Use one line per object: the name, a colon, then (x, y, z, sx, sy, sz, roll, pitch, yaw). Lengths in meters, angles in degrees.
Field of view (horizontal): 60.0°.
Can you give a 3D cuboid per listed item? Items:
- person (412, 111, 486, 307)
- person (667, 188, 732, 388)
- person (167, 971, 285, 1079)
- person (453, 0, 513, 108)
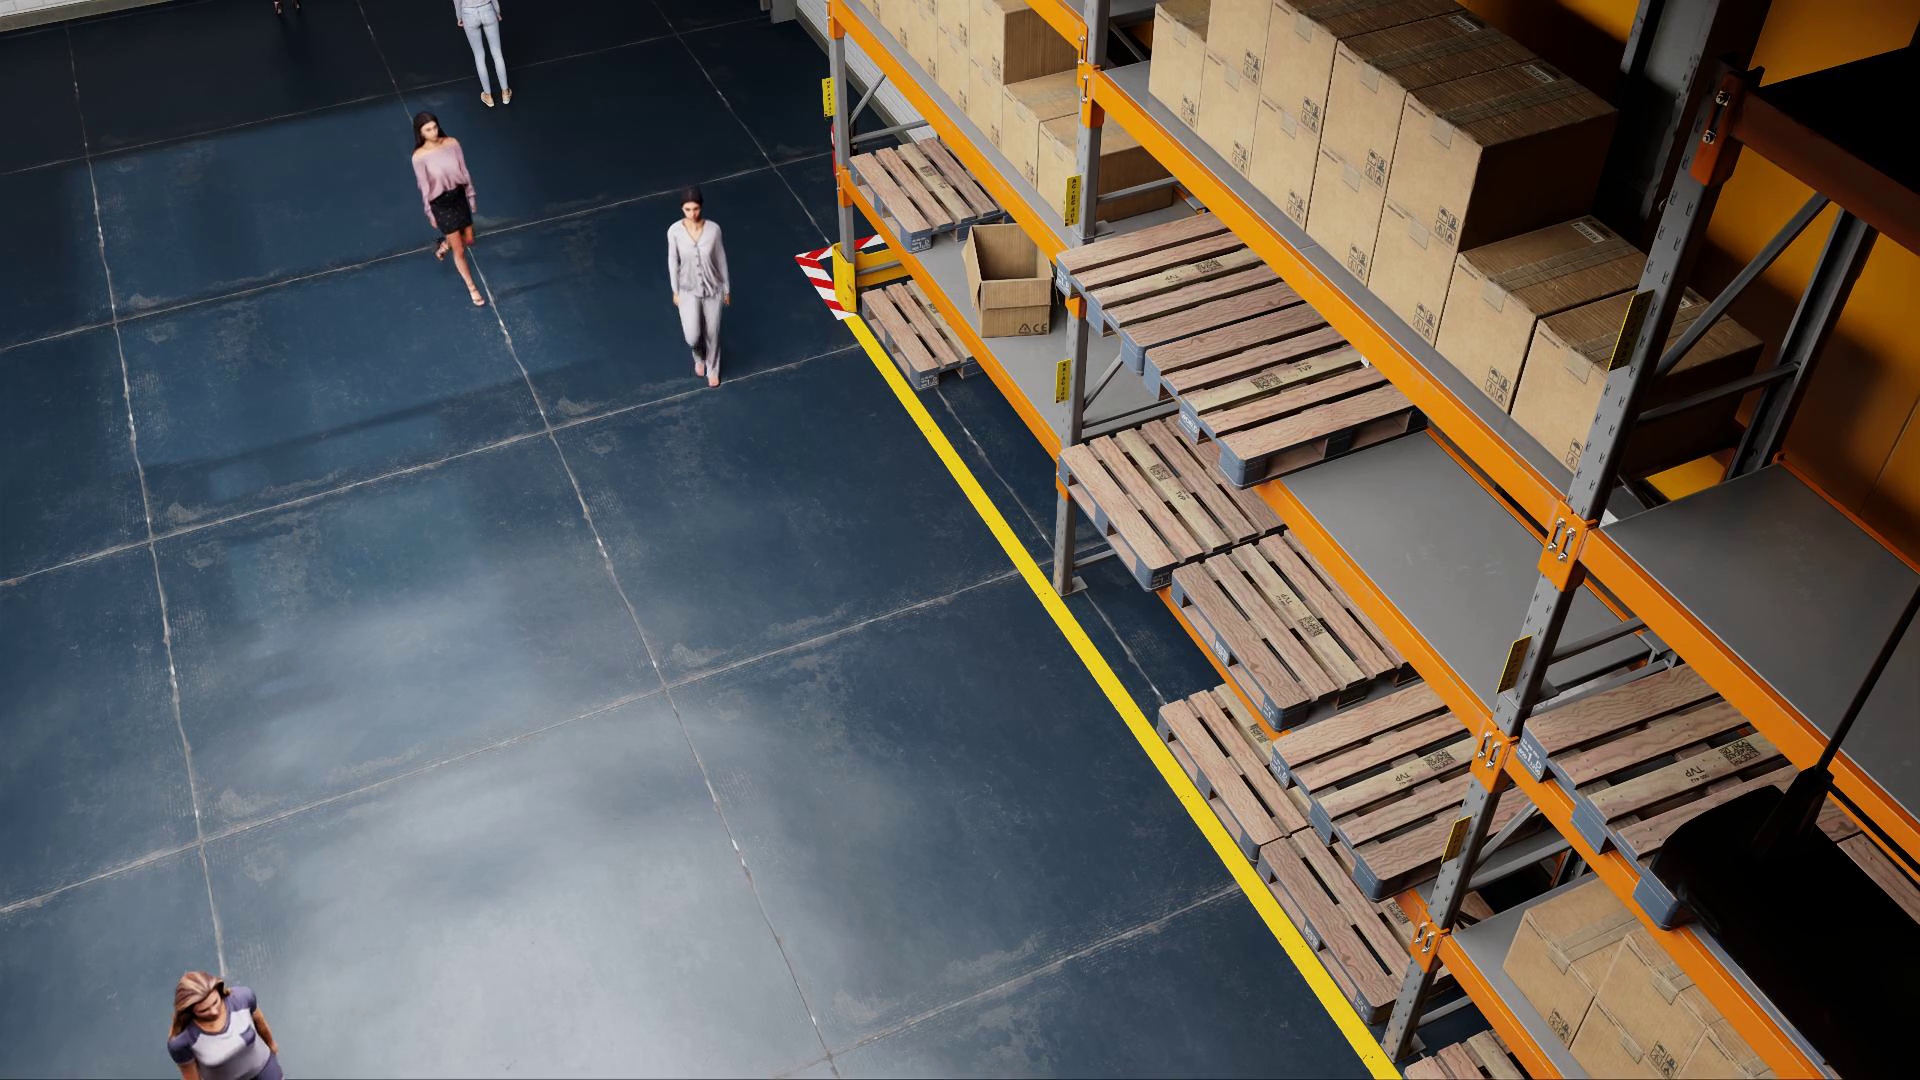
person: (-4.316, -2.802, 13.934, 0.793, 1.796, 0.986, -32, 52, -29)
person: (-2.063, -2.035, 13.151, 0.669, 1.766, 0.698, -9, 44, -9)
person: (-3.656, 2.620, 8.334, 0.782, 1.668, 1.148, -30, 51, -28)
person: (-4.739, -5.149, 16.397, 0.594, 1.796, 0.510, -15, 46, -16)
